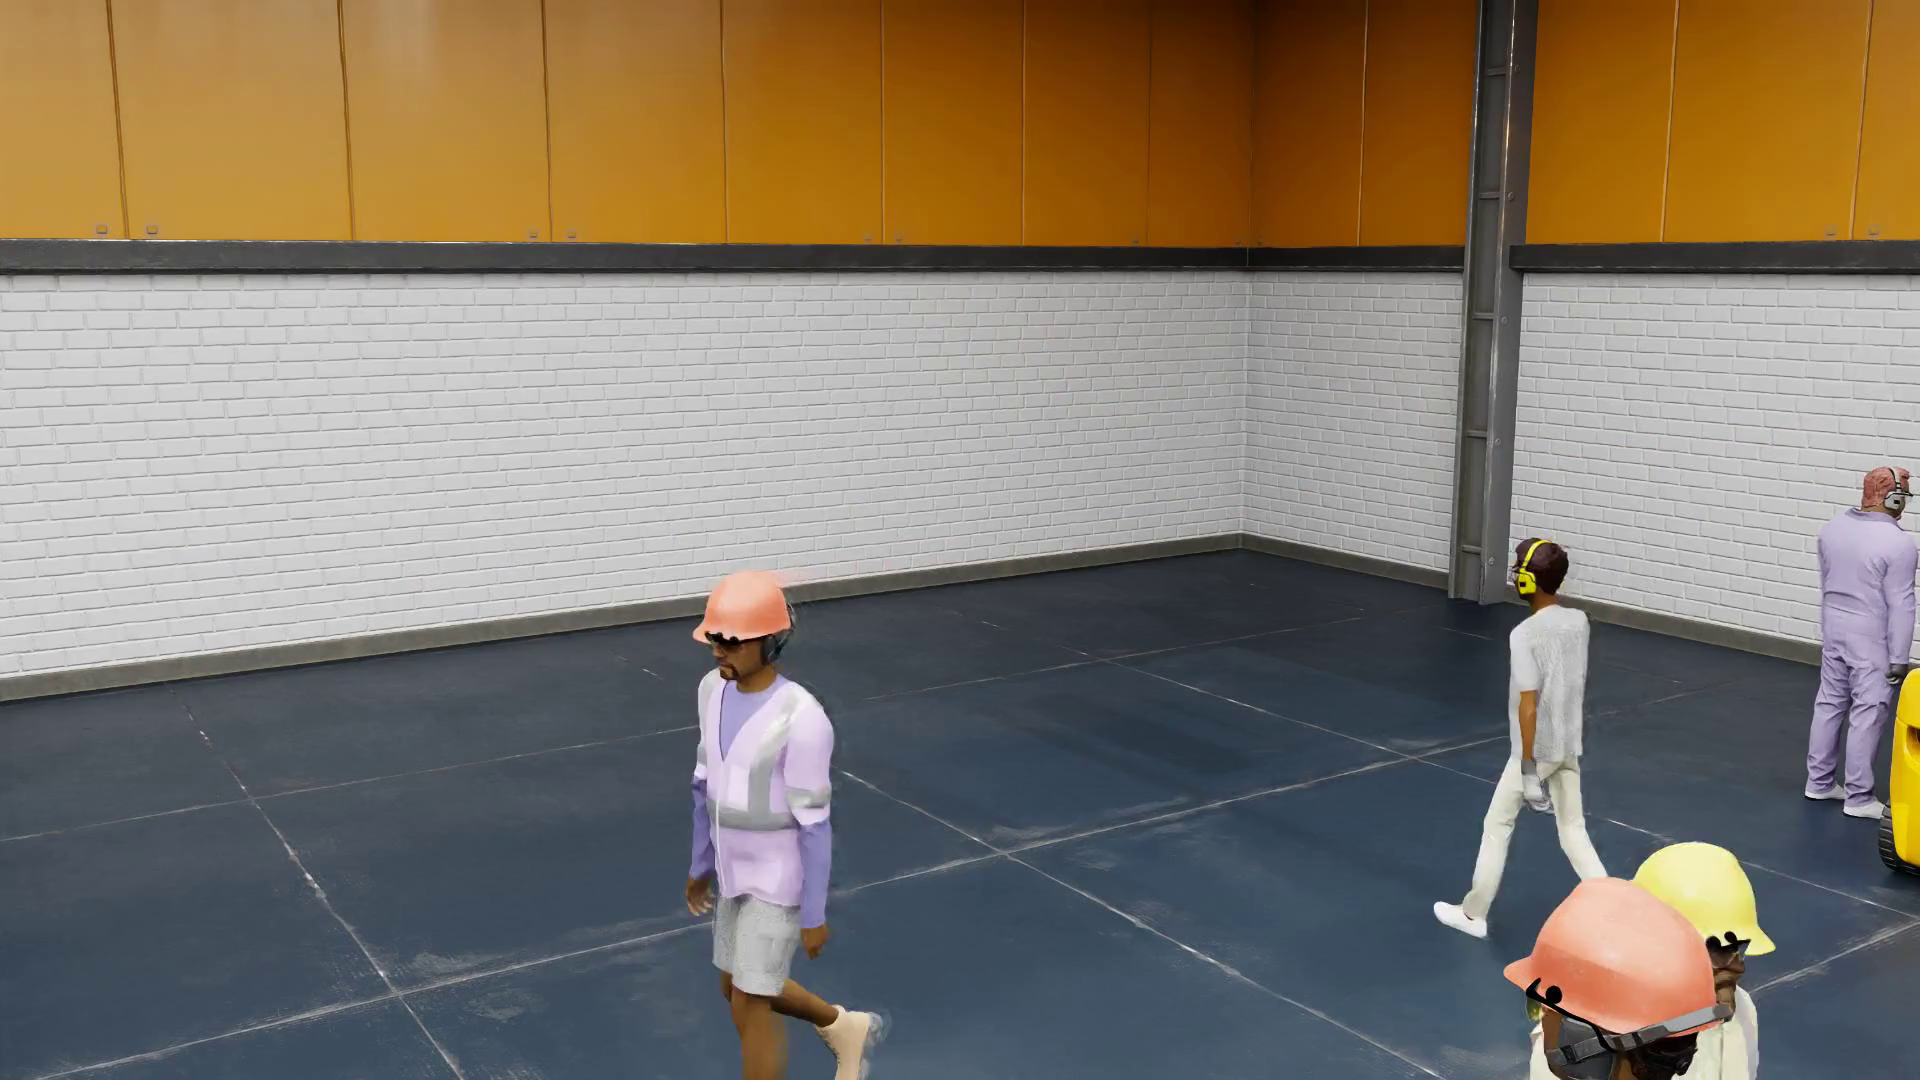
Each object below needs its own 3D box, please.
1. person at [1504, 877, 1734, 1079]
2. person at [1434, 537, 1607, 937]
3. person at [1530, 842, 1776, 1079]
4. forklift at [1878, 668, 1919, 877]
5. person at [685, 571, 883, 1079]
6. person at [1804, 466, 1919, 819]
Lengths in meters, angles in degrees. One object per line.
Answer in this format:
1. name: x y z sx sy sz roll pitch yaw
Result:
1. person: 0.987 1.523 2.627 0.608 2.044 0.371 -7 12 -37
2. person: 2.488 0.903 7.049 0.501 1.834 0.963 -5 11 -29
3. person: 1.413 1.489 3.512 0.608 1.812 0.519 -5 11 -28
4. forklift: 5.511 0.571 7.906 2.313 2.155 1.214 -6 11 -33
5. person: -0.576 1.070 5.438 0.777 2.019 0.624 -7 12 -38
6. person: 4.895 0.546 8.955 0.403 1.900 0.636 -2 10 -13
